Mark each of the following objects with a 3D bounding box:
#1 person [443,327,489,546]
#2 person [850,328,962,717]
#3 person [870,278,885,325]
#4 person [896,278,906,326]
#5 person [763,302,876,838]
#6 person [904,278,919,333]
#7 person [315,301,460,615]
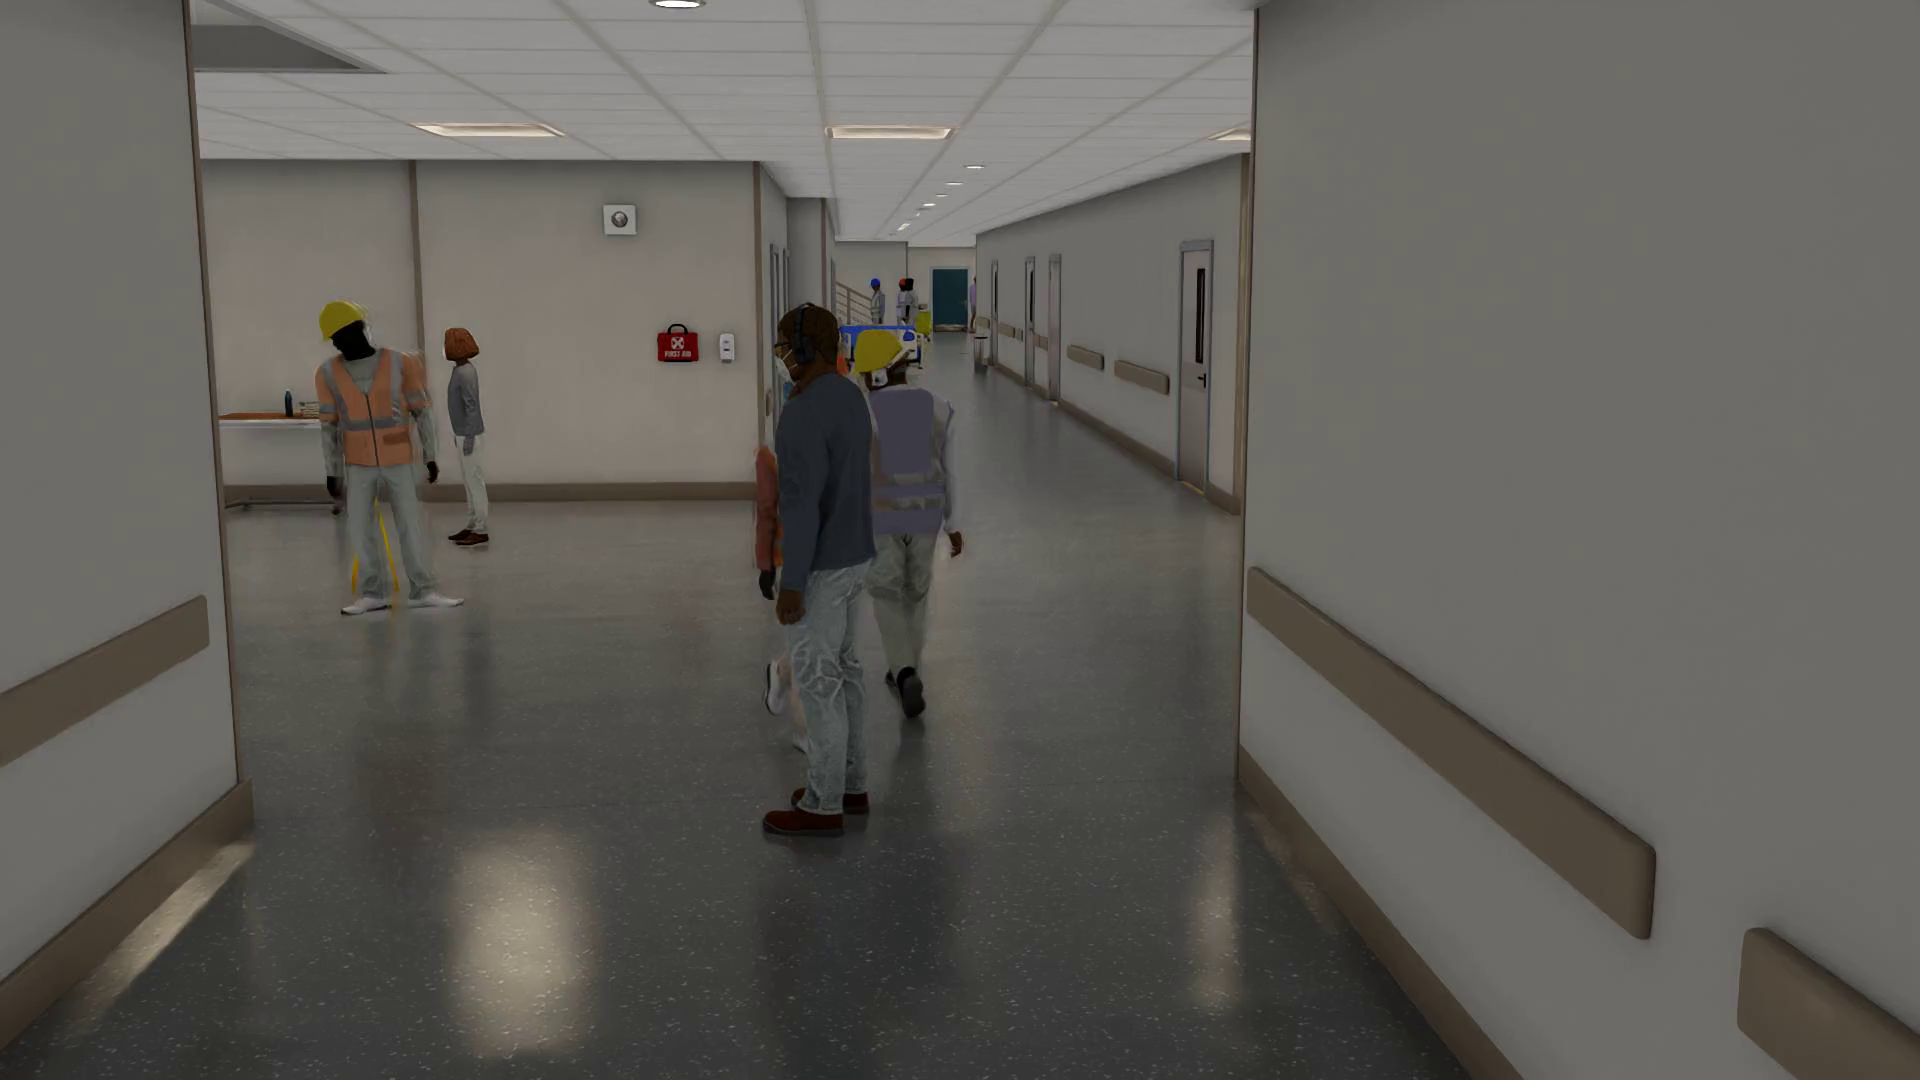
[{"bbox_3d":[-3.716,-0.773,12.481,0.286,1.633,0.501,-4,10,-23],"label":"person"},{"bbox_3d":[-0.278,-0.089,7.743,0.614,1.788,0.825,-3,10,-18],"label":"person"},{"bbox_3d":[-2.119,-5.715,42.550,0.403,1.940,0.602,-4,10,-25],"label":"person"},{"bbox_3d":[-1.510,-5.969,44.162,0.377,1.932,0.552,-2,9,-14],"label":"person"},{"bbox_3d":[-0.500,0.105,6.070,0.375,1.929,0.635,2,9,12],"label":"person"},{"bbox_3d":[-1.284,-5.852,43.380,0.383,1.953,0.617,3,10,20],"label":"person"},{"bbox_3d":[-3.403,-0.479,9.918,0.772,1.875,0.369,-2,9,-15],"label":"person"}]
